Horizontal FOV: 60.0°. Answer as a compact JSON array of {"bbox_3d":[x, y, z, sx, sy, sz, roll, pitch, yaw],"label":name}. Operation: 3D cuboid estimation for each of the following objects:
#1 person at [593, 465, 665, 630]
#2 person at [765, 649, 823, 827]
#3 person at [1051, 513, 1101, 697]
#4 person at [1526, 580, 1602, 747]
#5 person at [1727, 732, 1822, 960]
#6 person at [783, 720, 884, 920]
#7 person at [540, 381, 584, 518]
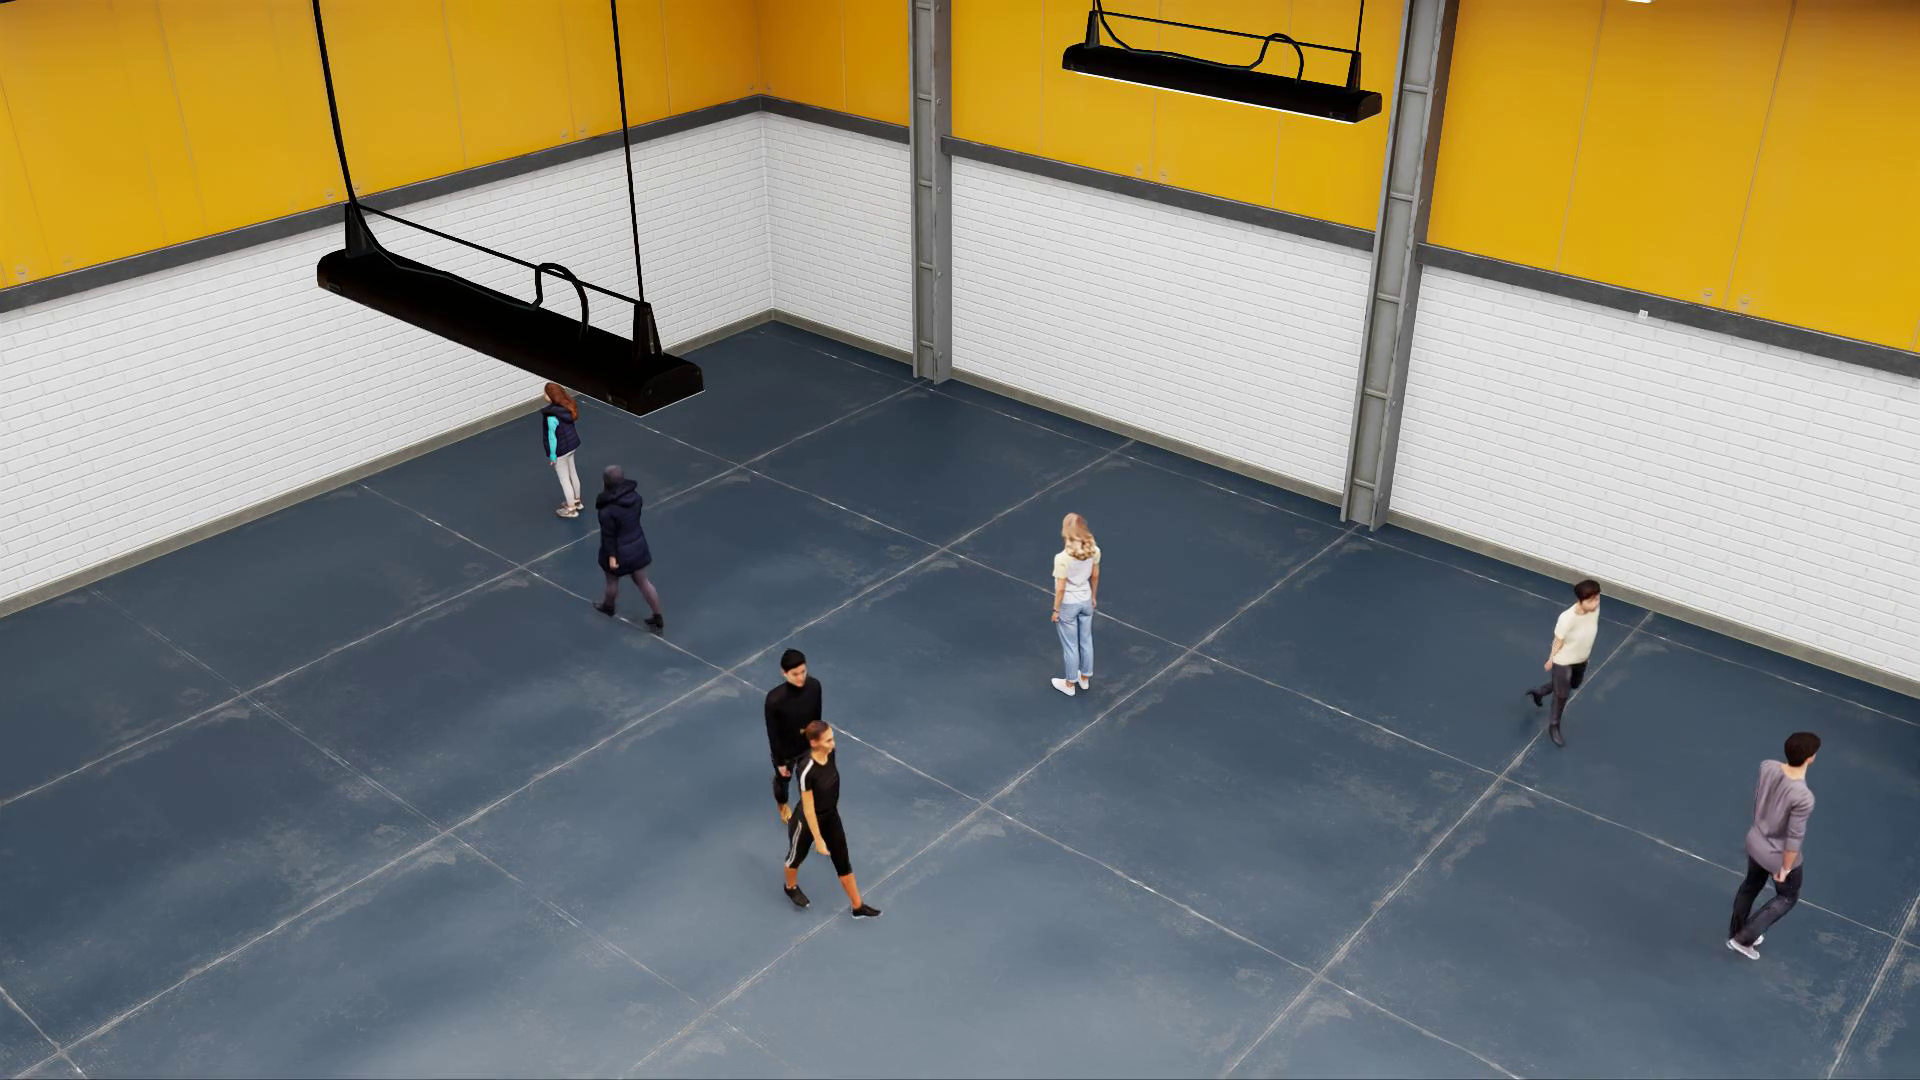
[{"bbox_3d":[-3.010,0.103,15.250,1.088,1.635,0.746,18,33,29],"label":"person"},{"bbox_3d":[-1.284,1.513,12.617,0.888,1.682,1.151,-16,33,-27],"label":"person"},{"bbox_3d":[0.990,0.554,14.330,0.682,1.723,0.627,-18,34,-30],"label":"person"},{"bbox_3d":[5.001,0.958,13.752,0.763,1.568,0.913,-19,34,-31],"label":"person"},{"bbox_3d":[5.491,2.105,11.366,0.890,1.840,0.807,-8,30,-15],"label":"person"},{"bbox_3d":[-1.100,1.972,11.833,1.078,1.626,0.635,20,35,33],"label":"person"},{"bbox_3d":[-4.139,-0.966,17.351,0.696,1.500,0.658,7,29,12],"label":"person"}]
